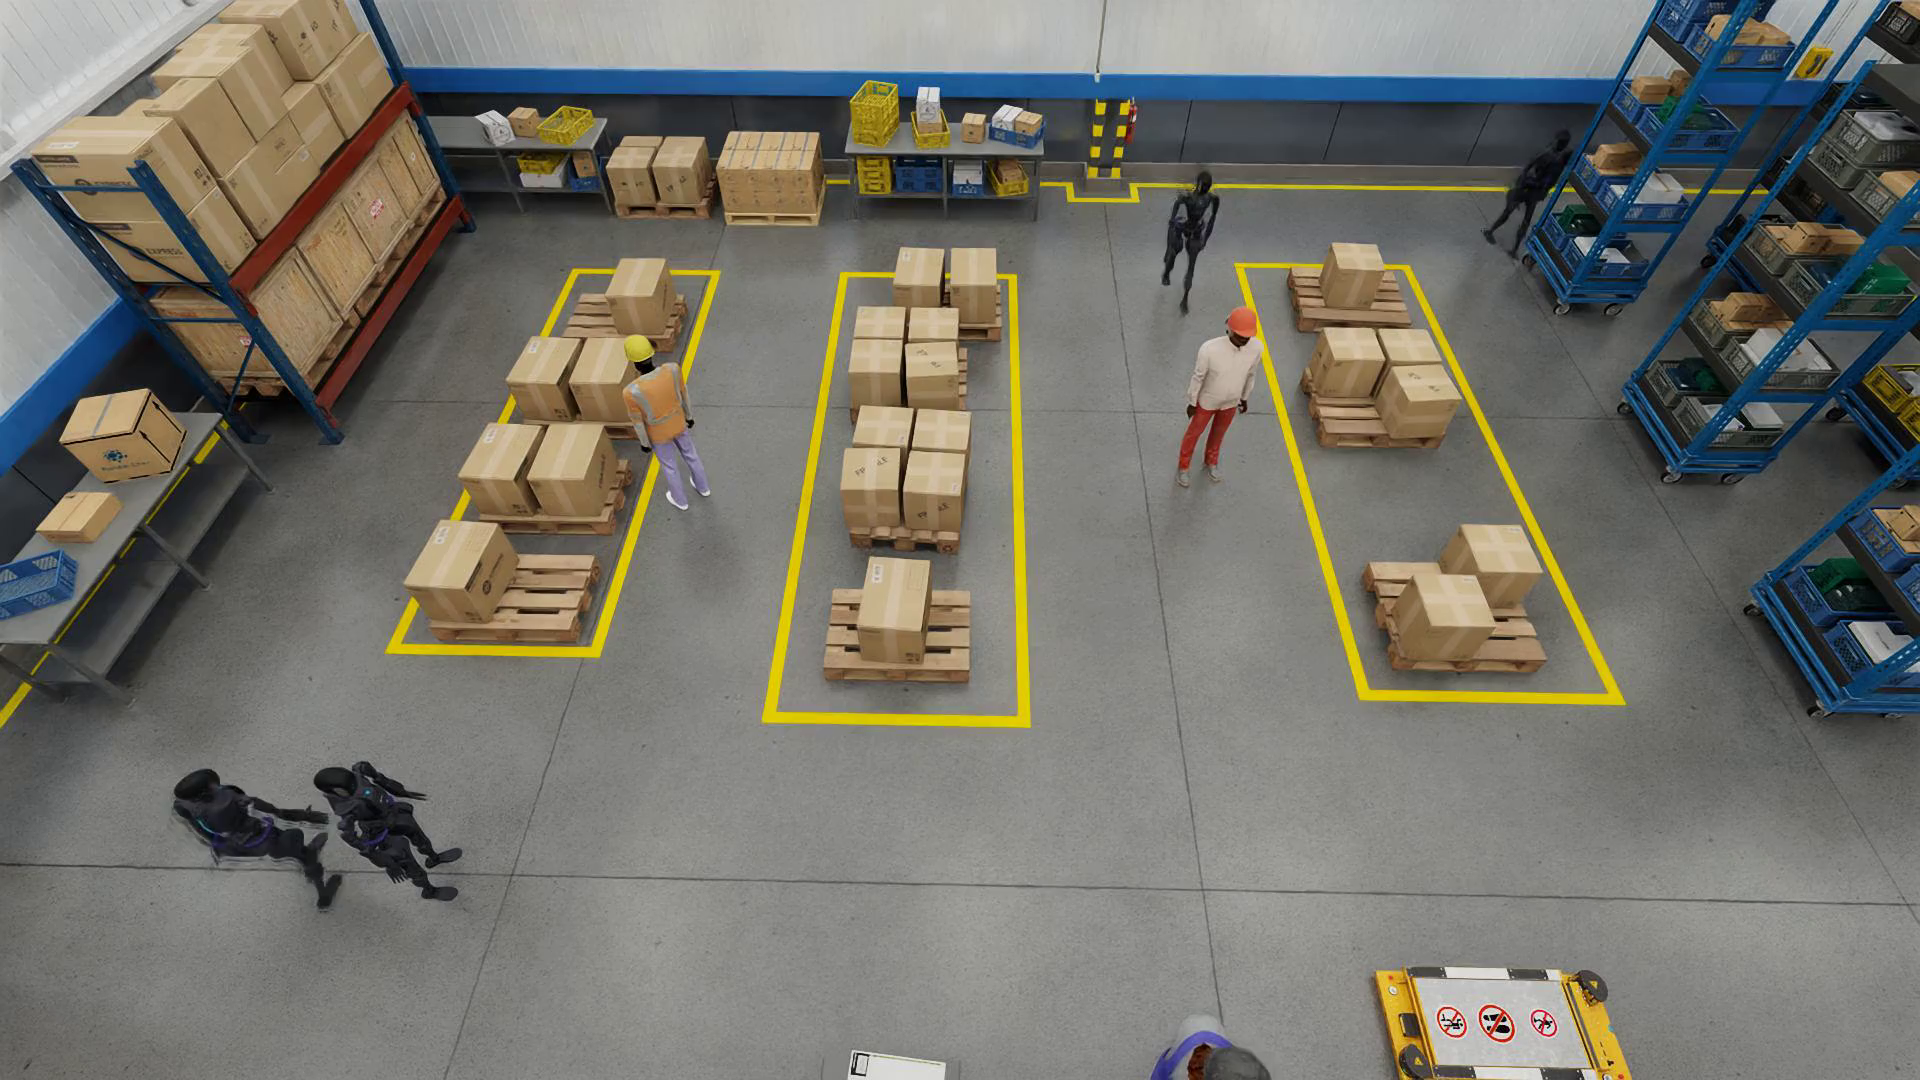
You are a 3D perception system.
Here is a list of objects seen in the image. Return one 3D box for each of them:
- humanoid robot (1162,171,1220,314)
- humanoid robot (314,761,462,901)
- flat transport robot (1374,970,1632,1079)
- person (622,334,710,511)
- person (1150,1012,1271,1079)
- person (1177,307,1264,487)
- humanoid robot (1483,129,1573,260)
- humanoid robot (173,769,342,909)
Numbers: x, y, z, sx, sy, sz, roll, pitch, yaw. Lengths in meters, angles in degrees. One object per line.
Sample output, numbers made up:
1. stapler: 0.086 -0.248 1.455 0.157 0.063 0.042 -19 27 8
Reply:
1. humanoid robot: 2.581 -3.462 10.436 0.552 1.628 0.812 1 51 1
2. humanoid robot: -3.733 1.896 6.023 0.315 1.656 0.609 -9 51 -7
3. flat transport robot: 3.501 3.133 5.914 1.431 0.197 0.652 1 51 1
4. person: -2.665 -1.041 8.274 0.394 1.919 0.579 33 58 24
5. person: 1.266 3.022 4.880 0.536 2.000 0.679 13 52 10
6. person: 2.384 -1.295 8.430 0.621 1.995 0.386 -8 51 -6
7. humanoid robot: 6.860 -4.199 11.021 0.611 1.621 0.758 -2 51 -2
8. humanoid robot: -4.610 1.911 6.038 0.627 1.620 0.569 -1 51 -1
